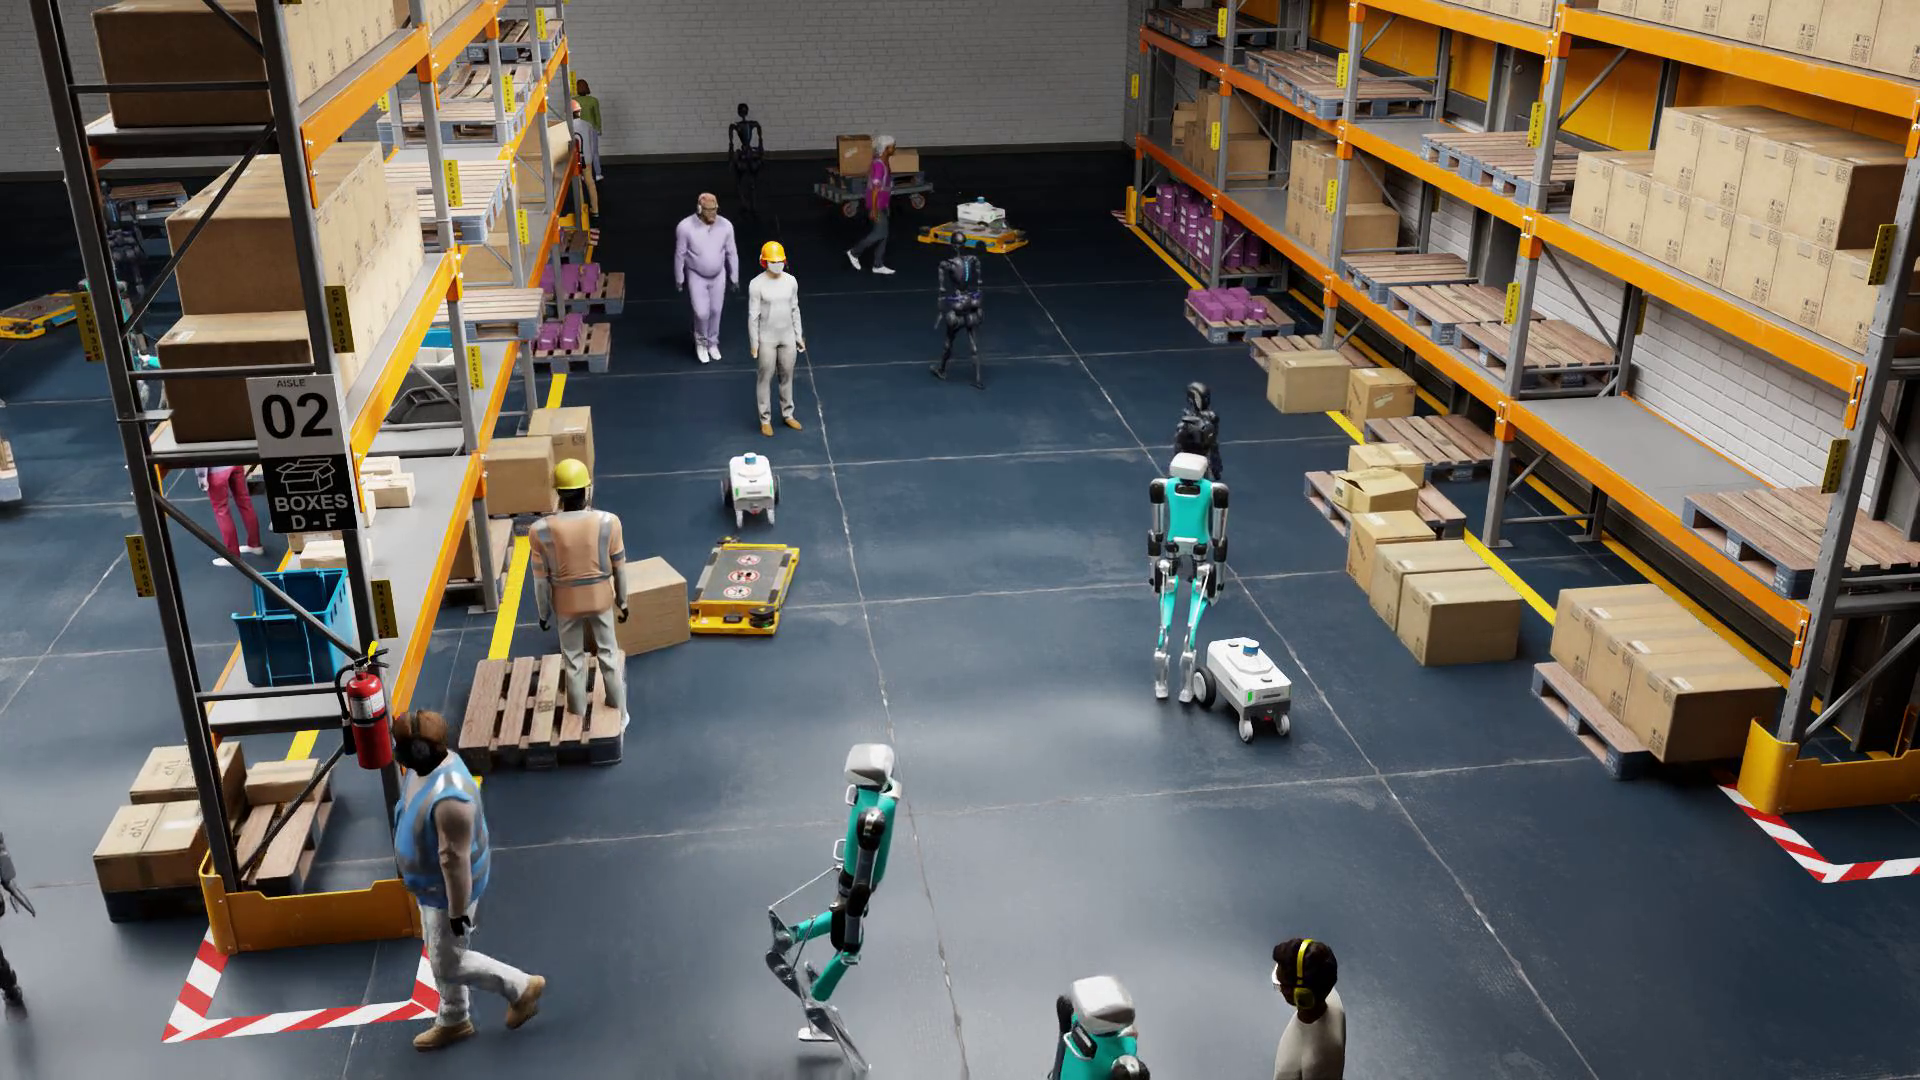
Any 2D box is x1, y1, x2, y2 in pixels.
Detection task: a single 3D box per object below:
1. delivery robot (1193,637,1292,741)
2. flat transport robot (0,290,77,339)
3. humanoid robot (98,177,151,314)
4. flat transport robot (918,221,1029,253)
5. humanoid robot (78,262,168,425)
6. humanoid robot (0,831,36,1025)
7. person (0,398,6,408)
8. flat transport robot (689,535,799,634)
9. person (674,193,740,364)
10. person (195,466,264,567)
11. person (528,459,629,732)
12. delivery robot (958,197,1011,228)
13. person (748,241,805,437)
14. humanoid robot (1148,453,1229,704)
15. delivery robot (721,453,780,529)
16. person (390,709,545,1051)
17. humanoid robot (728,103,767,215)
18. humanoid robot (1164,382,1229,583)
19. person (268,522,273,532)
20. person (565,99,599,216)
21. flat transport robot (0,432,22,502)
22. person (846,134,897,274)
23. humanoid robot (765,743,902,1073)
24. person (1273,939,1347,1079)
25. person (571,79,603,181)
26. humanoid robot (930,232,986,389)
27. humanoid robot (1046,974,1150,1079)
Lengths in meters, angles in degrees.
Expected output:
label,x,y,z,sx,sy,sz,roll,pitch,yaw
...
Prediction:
label,x,y,z,sx,sy,sz,roll,pitch,yaw
delivery robot,1.924,0.956,11.160,0.499,0.607,0.808,-7,25,-15
flat transport robot,-10.887,-2.677,19.777,0.659,0.231,1.431,5,24,11
humanoid robot,-10.060,-3.510,19.936,0.585,1.649,0.382,-18,30,-36
flat transport robot,0.185,-4.259,23.381,1.431,0.231,0.659,14,27,29
humanoid robot,-8.005,-1.878,16.226,0.542,1.845,0.784,8,25,17
humanoid robot,-4.836,1.739,8.001,0.469,1.646,0.600,21,31,39
person,-10.052,-2.230,16.687,0.487,1.942,0.435,-14,27,-29
flat transport robot,-1.665,0.342,12.898,0.659,0.231,1.431,1,24,2
person,-2.746,-2.857,18.173,0.686,1.879,0.589,-12,26,-25
person,-5.907,-0.571,13.292,0.280,1.628,0.501,8,25,18
person,-2.433,0.399,10.713,0.589,1.921,0.379,-7,25,-16
delivery robot,0.323,-4.603,23.810,0.767,0.596,0.502,21,31,39
person,-1.788,-1.958,16.119,0.560,1.896,0.353,-14,27,-29
humanoid robot,1.462,0.334,11.025,0.546,1.754,0.677,7,25,15
delivery robot,-1.801,-0.464,14.374,0.499,0.589,0.782,-4,24,-10
person,-2.440,1.638,8.021,0.548,1.822,0.635,-13,27,-28
humanoid robot,-3.196,-5.702,24.906,0.614,1.648,0.390,-14,27,-29
humanoid robot,1.821,-0.447,12.974,0.583,1.644,0.590,21,31,40
person,-5.708,-0.930,13.953,0.558,1.747,0.330,-7,25,-16
person,-5.679,-5.662,24.749,0.364,1.742,0.559,15,28,31
flat transport robot,-8.785,-0.302,14.366,0.659,0.231,1.431,-14,27,-28
person,-1.141,-4.388,21.755,0.654,1.811,0.557,1,24,2
humanoid robot,-0.664,1.778,7.857,0.802,1.818,0.540,1,24,2
person,1.290,2.317,6.418,0.327,1.865,0.516,6,24,13
person,-6.130,-6.726,27.297,0.499,1.636,0.287,-3,24,-7
humanoid robot,-0.005,-2.440,17.525,0.595,1.621,0.760,-15,28,-30
humanoid robot,0.263,2.478,6.224,0.795,1.788,0.530,-10,26,-22
